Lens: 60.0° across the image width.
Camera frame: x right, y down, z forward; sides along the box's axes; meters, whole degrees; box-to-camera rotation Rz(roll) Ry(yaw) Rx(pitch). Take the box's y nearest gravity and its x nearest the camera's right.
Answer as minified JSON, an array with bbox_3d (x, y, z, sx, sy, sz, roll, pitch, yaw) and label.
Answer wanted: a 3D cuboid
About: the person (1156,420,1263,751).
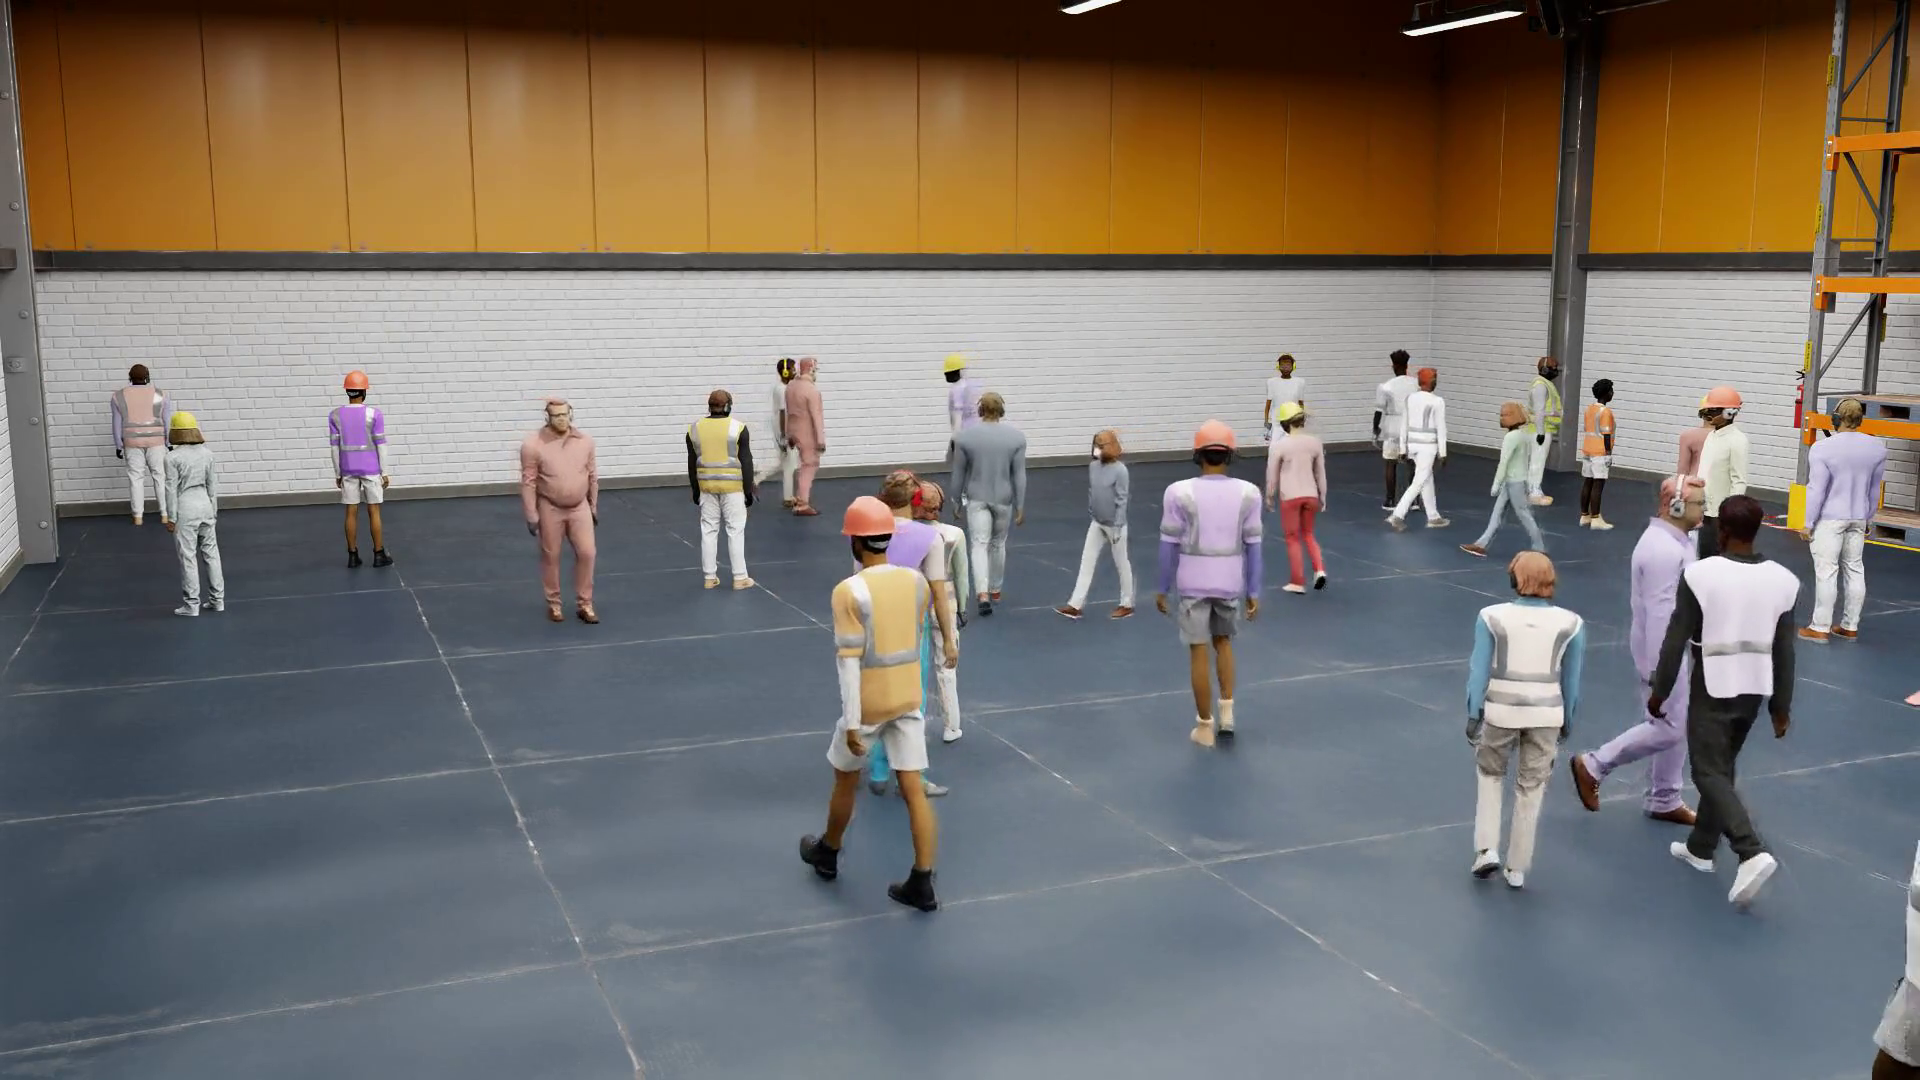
[{"bbox_3d":[1.519,0.274,10.245,0.610,2.025,0.544,-2,10,-10],"label":"person"}]

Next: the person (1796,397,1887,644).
[{"bbox_3d":[6.901,-0.150,13.058,0.632,1.940,0.372,-2,10,-10],"label":"person"}]

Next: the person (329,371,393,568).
[{"bbox_3d":[-5.876,-0.688,16.321,0.542,1.938,0.357,0,9,-2],"label":"person"}]

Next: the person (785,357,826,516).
[{"bbox_3d":[-1.789,-1.226,19.733,0.501,1.882,0.683,-6,11,-33],"label":"person"}]

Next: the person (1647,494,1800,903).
[{"bbox_3d":[3.680,0.739,7.864,0.631,1.887,0.865,-2,10,-10],"label":"person"}]

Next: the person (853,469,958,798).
[{"bbox_3d":[-0.332,0.532,9.266,0.626,1.834,0.399,5,11,30],"label":"person"}]

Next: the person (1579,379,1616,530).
[{"bbox_3d":[7.200,-0.968,18.747,0.320,1.697,0.532,-1,9,-4],"label":"person"}]

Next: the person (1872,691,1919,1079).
[{"bbox_3d":[2.936,1.238,4.745,0.823,1.912,0.551,3,10,18],"label":"person"}]

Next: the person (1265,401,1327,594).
[{"bbox_3d":[3.030,-0.376,15.023,0.536,1.744,0.439,-3,10,-20],"label":"person"}]

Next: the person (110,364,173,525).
[{"bbox_3d":[-9.349,-1.093,19.066,0.627,1.843,0.429,-4,10,-22],"label":"person"}]

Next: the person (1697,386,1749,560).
[{"bbox_3d":[6.146,-0.252,13.506,0.382,1.995,0.612,0,9,-2],"label":"person"}]

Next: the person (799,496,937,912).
[{"bbox_3d":[-0.414,0.735,7.822,0.562,1.890,0.955,-7,11,-35],"label":"person"}]

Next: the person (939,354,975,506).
[{"bbox_3d":[-0.016,-1.335,20.409,0.507,1.885,0.608,-1,9,-3],"label":"person"}]

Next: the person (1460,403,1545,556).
[{"bbox_3d":[5.514,-0.581,16.722,0.873,1.578,0.513,5,11,28],"label":"person"}]

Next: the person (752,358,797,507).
[{"bbox_3d":[-2.260,-1.309,20.378,0.673,1.855,0.520,-2,10,-10],"label":"person"}]

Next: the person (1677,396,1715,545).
[{"bbox_3d":[6.992,-0.483,15.595,0.523,1.769,0.315,3,10,17],"label":"person"}]

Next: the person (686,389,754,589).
[{"bbox_3d":[-2.175,-0.459,15.246,0.621,1.838,0.429,2,10,13],"label":"person"}]

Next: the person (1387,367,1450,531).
[{"bbox_3d":[5.153,-1.019,18.606,0.963,1.847,0.580,-5,11,-27],"label":"person"}]

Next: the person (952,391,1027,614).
[{"bbox_3d":[0.249,-0.330,14.300,0.644,1.906,0.964,0,9,1],"label":"person"}]

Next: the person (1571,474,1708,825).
[{"bbox_3d":[3.654,0.584,8.762,0.620,1.887,0.655,5,11,28],"label":"person"}]

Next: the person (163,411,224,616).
[{"bbox_3d":[-6.538,-0.226,14.141,0.333,1.734,0.480,4,10,24],"label":"person"}]

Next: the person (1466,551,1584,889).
[{"bbox_3d":[2.672,0.858,7.920,0.519,1.624,0.356,2,10,13],"label":"person"}]

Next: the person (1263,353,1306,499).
[{"bbox_3d":[4.112,-1.434,21.067,0.528,1.863,0.334,1,9,7],"label":"person"}]

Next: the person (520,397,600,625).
[{"bbox_3d":[-3.261,-0.229,13.708,0.674,1.880,0.723,-6,11,-31],"label":"person"}]

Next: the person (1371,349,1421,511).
[{"bbox_3d":[5.320,-1.318,20.080,0.663,1.953,0.427,0,9,3],"label":"person"}]

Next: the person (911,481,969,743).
[{"bbox_3d":[-0.197,0.456,10.296,0.511,1.640,0.308,0,9,2],"label":"person"}]

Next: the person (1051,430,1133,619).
[{"bbox_3d":[1.143,-0.108,13.806,0.801,1.592,0.523,-7,12,-36],"label":"person"}]

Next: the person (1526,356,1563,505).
[{"bbox_3d":[7.265,-1.361,20.688,0.429,1.842,0.634,4,10,24],"label":"person"}]
